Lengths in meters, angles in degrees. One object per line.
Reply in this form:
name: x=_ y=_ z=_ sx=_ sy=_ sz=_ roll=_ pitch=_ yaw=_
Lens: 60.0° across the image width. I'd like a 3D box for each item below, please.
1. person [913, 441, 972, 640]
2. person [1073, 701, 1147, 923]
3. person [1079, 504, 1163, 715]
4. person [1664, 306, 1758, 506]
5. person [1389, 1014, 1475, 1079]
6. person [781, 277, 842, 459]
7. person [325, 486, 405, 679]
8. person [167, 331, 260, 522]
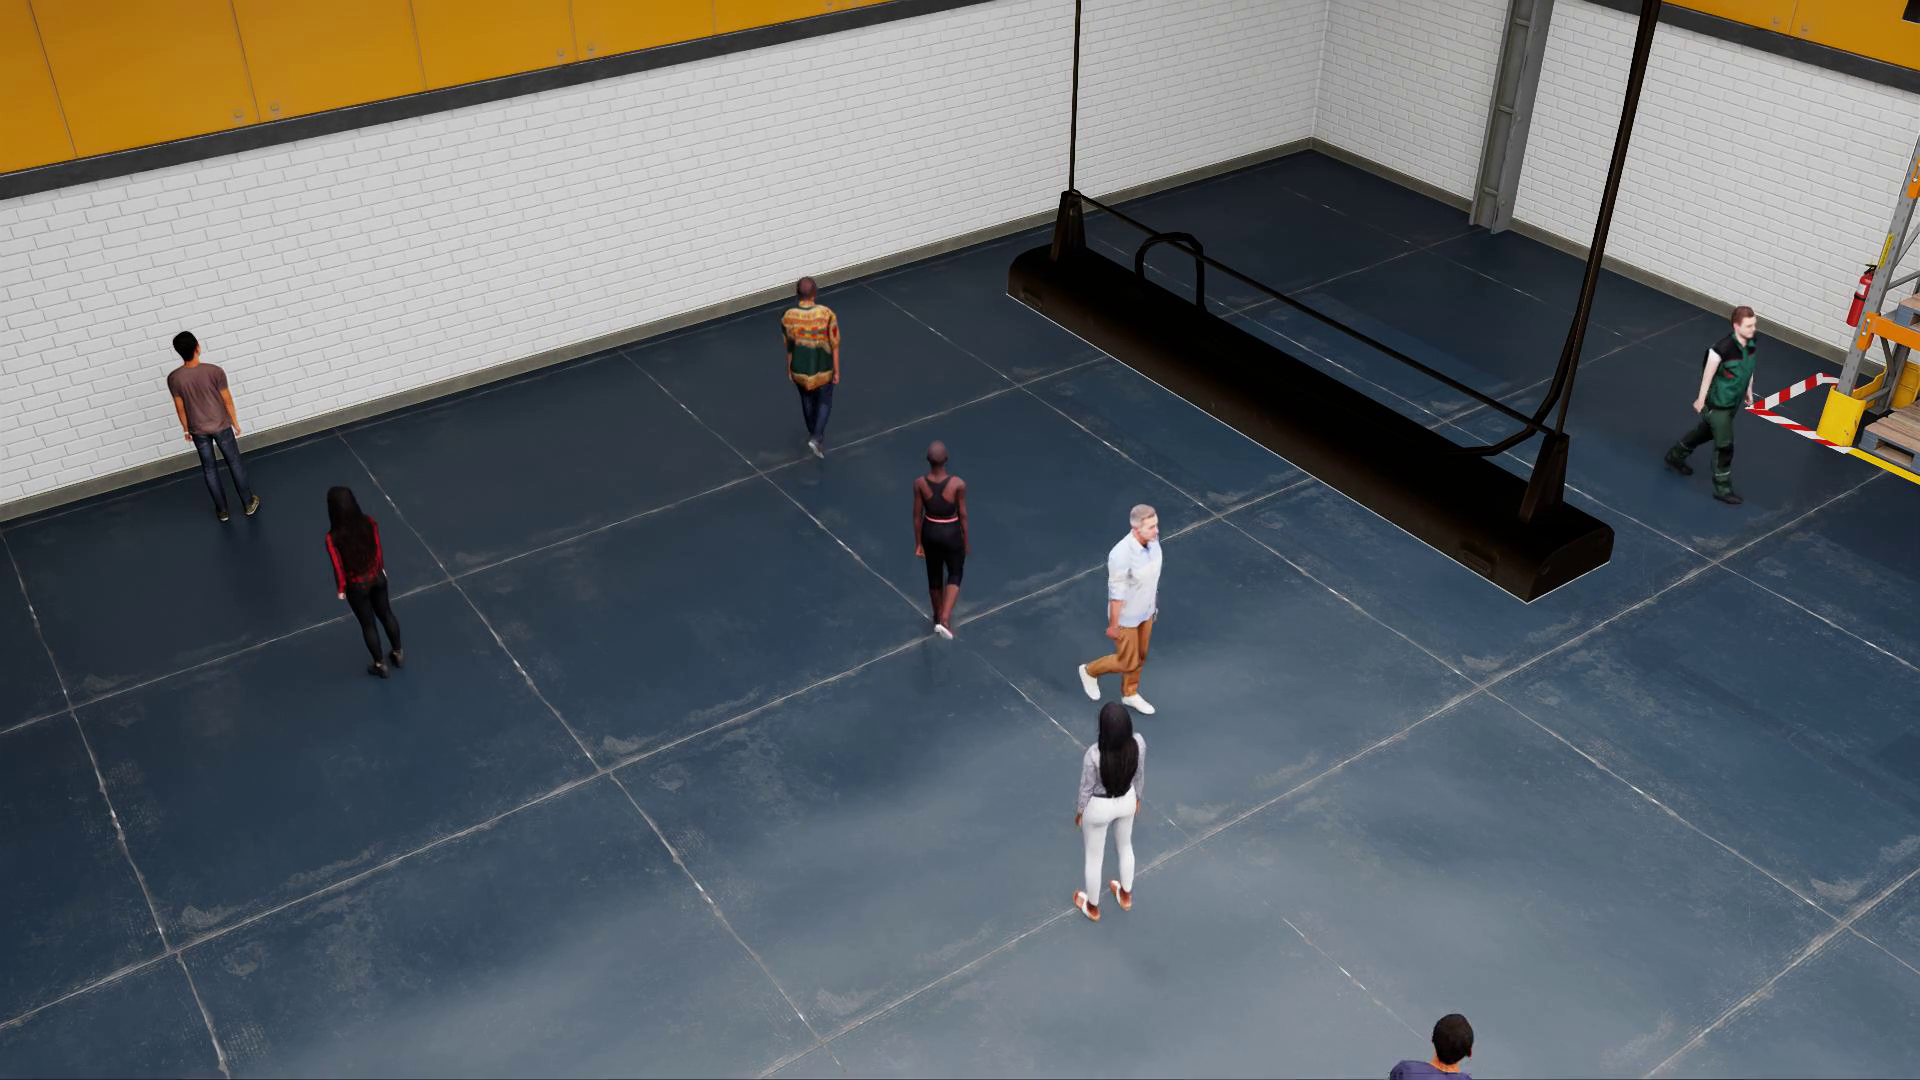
person: x=-0.158 y=0.057 z=12.931 sx=0.900 sy=1.745 sz=0.959 roll=5 pitch=34 yaw=8
person: x=0.943 y=1.703 z=10.473 sx=0.643 sy=1.724 sz=0.607 roll=-13 pitch=36 yaw=-19
person: x=1.199 y=0.485 z=12.223 sx=0.929 sy=1.816 sz=0.825 roll=23 pitch=40 yaw=31
person: x=6.773 y=-1.282 z=14.889 sx=0.656 sy=1.807 sz=1.096 roll=-20 pitch=38 yaw=-27
person: x=2.308 y=3.119 z=8.297 sx=0.757 sy=1.774 sz=0.827 roll=10 pitch=35 yaw=14
person: x=-1.365 y=-1.543 z=15.292 sx=0.975 sy=1.796 sz=1.058 roll=2 pitch=34 yaw=3
person: x=-4.511 y=0.319 z=12.619 sx=0.623 sy=1.654 sz=0.650 roll=22 pitch=39 yaw=29
person: x=-6.521 y=-0.985 z=14.469 sx=0.675 sy=1.778 sz=0.631 roll=-11 pitch=35 yaw=-16
